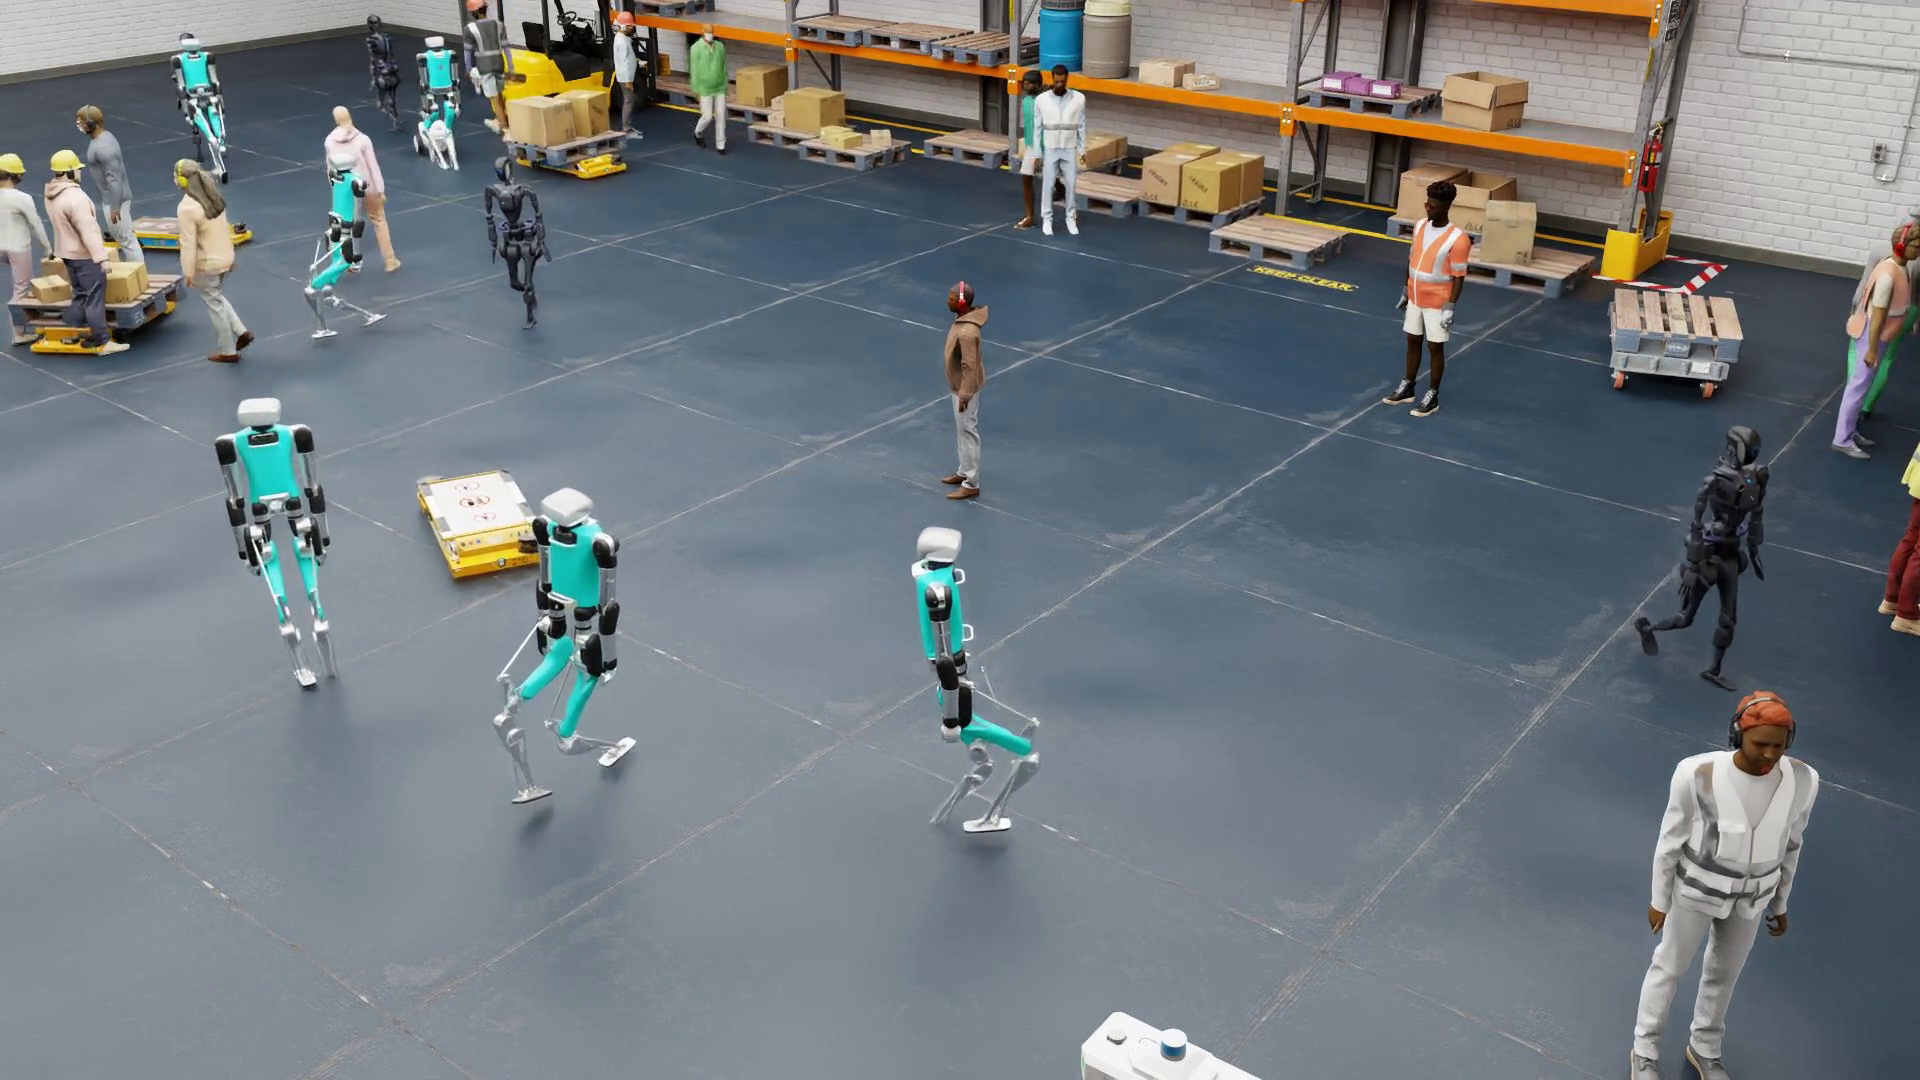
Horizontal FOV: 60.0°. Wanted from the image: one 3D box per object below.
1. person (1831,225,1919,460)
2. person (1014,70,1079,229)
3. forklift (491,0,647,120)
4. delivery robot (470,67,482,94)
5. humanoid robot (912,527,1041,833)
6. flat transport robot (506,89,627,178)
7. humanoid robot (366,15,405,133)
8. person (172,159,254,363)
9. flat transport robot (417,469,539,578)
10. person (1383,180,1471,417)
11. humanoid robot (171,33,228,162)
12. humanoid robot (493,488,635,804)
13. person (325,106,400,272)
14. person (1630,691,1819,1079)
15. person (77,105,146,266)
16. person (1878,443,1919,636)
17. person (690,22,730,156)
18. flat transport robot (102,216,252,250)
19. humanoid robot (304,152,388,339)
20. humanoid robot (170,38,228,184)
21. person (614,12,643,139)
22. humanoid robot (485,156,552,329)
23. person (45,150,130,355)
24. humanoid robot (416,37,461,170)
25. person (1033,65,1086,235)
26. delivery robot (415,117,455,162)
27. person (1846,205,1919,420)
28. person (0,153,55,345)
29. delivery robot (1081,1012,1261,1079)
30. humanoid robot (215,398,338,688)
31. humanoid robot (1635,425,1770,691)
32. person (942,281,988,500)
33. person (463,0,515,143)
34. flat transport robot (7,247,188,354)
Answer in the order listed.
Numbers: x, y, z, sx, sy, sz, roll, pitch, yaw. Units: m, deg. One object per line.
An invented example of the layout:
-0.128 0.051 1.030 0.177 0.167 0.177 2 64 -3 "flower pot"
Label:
7.151 -1.567 13.001 0.393 1.846 0.562 17 31 31 "person"
1.002 -4.507 19.141 0.565 1.816 0.773 20 32 35 "person"
-5.874 -7.334 24.552 1.214 2.155 2.313 19 32 34 "forklift"
-7.446 -7.427 26.596 0.501 0.572 0.743 21 33 37 "delivery robot"
0.132 0.780 8.298 0.770 1.808 0.542 -2 26 -3 "humanoid robot"
-5.146 -5.011 21.948 1.431 0.231 0.659 18 31 33 "flat transport robot"
-8.119 -6.621 23.661 0.430 1.640 0.609 8 27 16 "humanoid robot"
-6.722 -2.474 14.859 0.471 1.862 0.596 5 26 9 "person"
-3.427 -0.148 11.877 0.659 0.231 1.431 -12 28 -23 "flat transport robot"
3.883 -2.003 13.769 0.368 1.966 0.602 -14 29 -27 "person"
-10.162 -5.901 22.157 0.599 1.655 0.315 -2 26 -4 "humanoid robot"
-2.110 0.636 8.608 0.555 1.758 1.047 15 30 29 "humanoid robot"
-6.306 -3.630 17.387 0.597 1.758 0.667 1 26 2 "person"
3.072 1.447 6.720 0.573 1.882 0.356 0 26 0 "person"
-8.466 -3.378 16.651 0.356 1.936 0.631 -13 28 -24 "person"
6.087 -0.259 10.381 0.362 1.767 0.475 5 26 10 "person"
-3.378 -6.107 22.499 0.548 1.769 0.502 -16 30 -30 "person"
-8.789 -3.415 18.642 1.431 0.231 0.659 4 26 8 "flat transport robot"
-5.864 -2.673 15.423 0.554 1.725 0.980 23 34 39 "humanoid robot"
-9.513 -5.414 21.114 0.541 1.769 0.946 -19 32 -34 "humanoid robot"
-4.670 -6.540 23.423 0.351 1.737 0.574 -5 26 -9 "person"
-4.191 -2.901 15.990 0.607 1.631 0.642 3 26 6 "humanoid robot"
-8.010 -2.604 15.141 0.791 1.859 0.433 22 33 38 "person"
-6.787 -5.636 21.598 0.531 1.803 0.765 -18 31 -32 "humanoid robot"
1.125 -4.425 18.857 0.602 1.903 0.396 -2 26 -5 "person"
-7.104 -5.477 22.561 0.499 0.575 0.759 -12 28 -24 "delivery robot"
7.580 -1.841 13.585 0.549 1.828 0.474 11 28 21 "person"
-8.762 -2.742 15.560 0.539 1.725 0.779 9 27 17 "person"
0.858 2.231 6.638 0.804 0.610 0.499 18 31 33 "delivery robot"
-3.922 0.131 9.692 0.534 1.851 0.706 -11 28 -21 "humanoid robot"
4.455 0.054 9.868 0.585 1.639 0.630 -12 28 -23 "humanoid robot"
0.040 -1.108 12.272 0.331 1.651 0.470 -3 26 -5 "person"
-6.599 -6.584 23.233 0.610 1.983 1.014 -23 34 -39 "person"
-8.177 -2.092 15.902 0.659 0.231 1.431 2 26 4 "flat transport robot"
